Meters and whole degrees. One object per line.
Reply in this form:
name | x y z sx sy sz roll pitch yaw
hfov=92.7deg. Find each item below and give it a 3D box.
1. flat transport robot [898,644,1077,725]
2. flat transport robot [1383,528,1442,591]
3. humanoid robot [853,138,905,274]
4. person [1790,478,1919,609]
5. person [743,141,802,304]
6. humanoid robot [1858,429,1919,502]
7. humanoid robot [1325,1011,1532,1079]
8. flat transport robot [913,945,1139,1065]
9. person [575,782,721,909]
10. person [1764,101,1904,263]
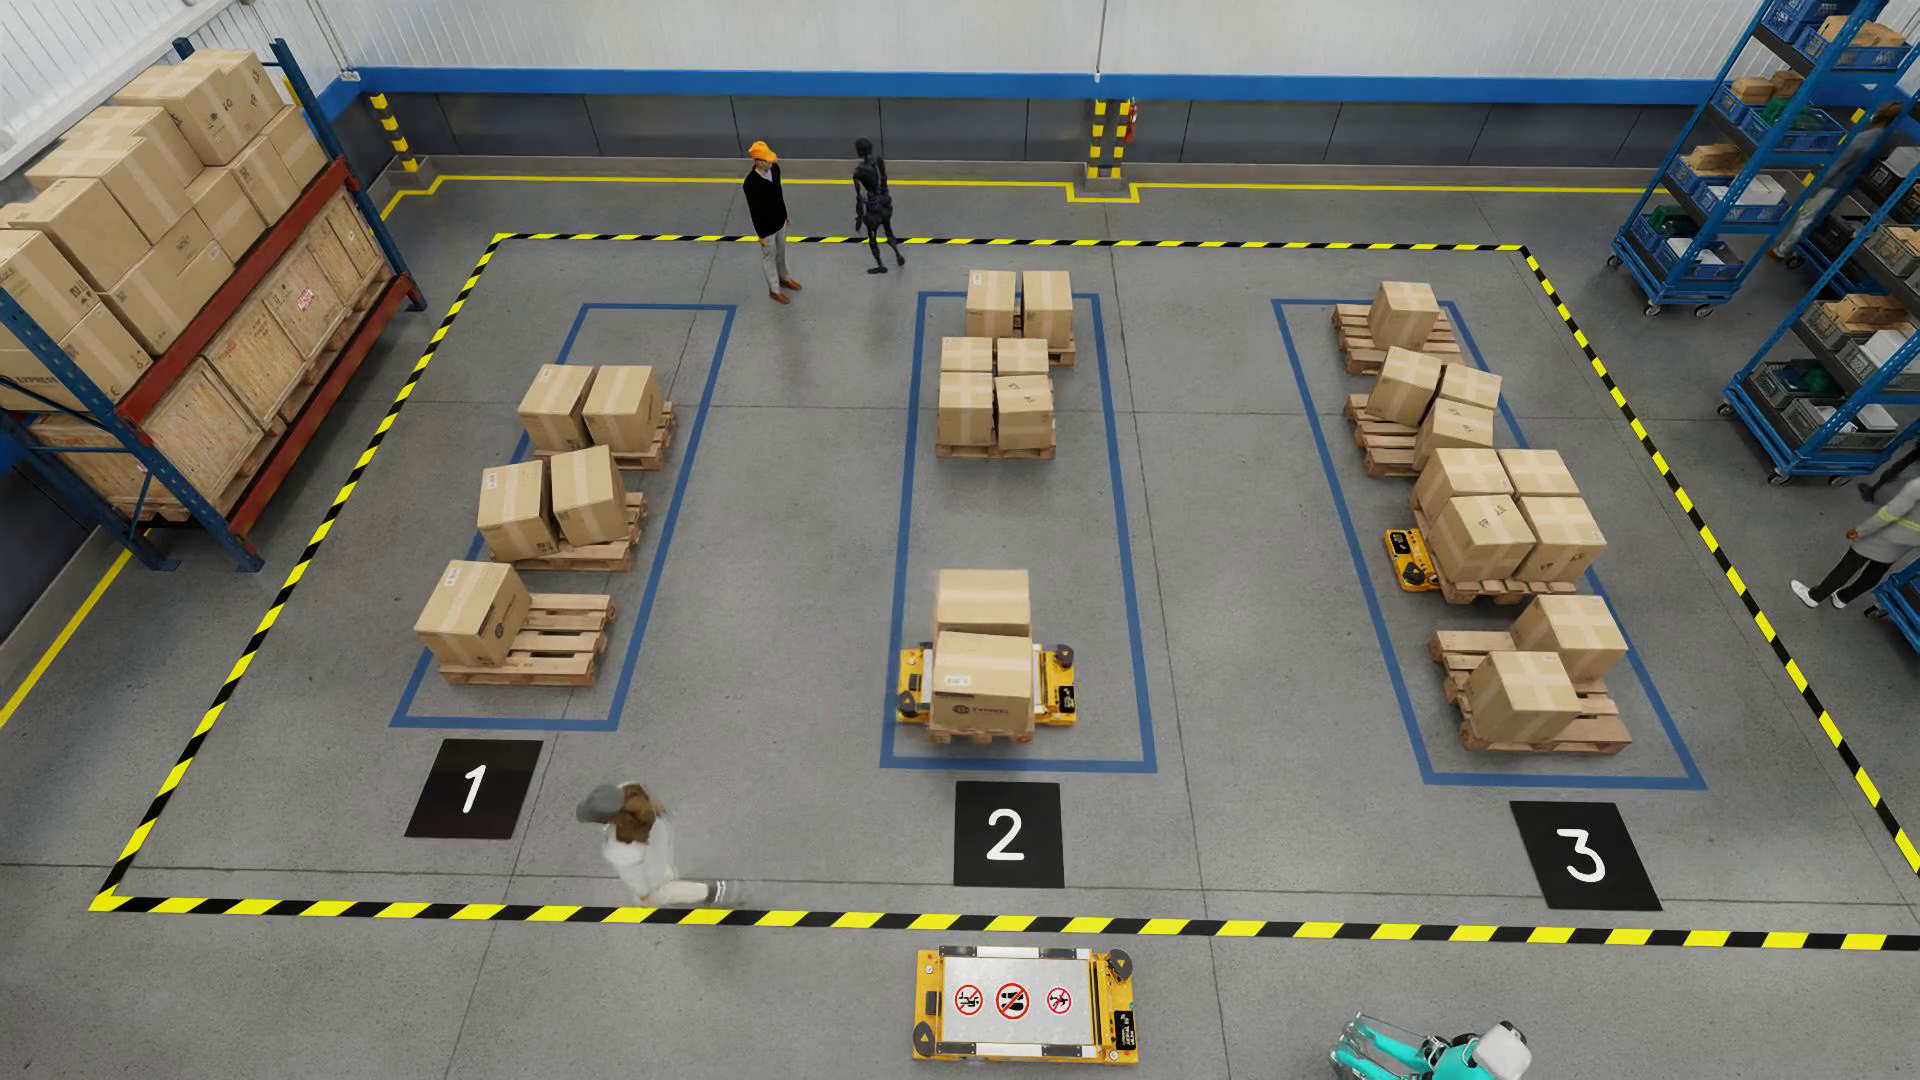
flat transport robot | 0.228 1.168 7.515 1.431 0.197 0.652 1 51 1
flat transport robot | 4.689 0.155 8.342 1.431 0.197 0.652 1 51 1
humanoid robot | -0.944 -3.882 10.745 0.456 1.647 0.608 28 56 21
person | 7.680 -0.084 7.533 0.589 1.852 0.401 6 51 5
person | -2.129 -3.585 10.366 0.361 1.885 0.587 20 53 15
humanoid robot | 8.970 -0.853 8.275 0.596 1.642 0.472 21 54 16
humanoid robot | 2.459 2.861 5.119 0.533 1.677 0.735 -36 59 -26
flat transport robot | 0.422 3.041 6.007 1.431 0.231 0.659 1 51 1
person | -1.992 2.006 5.885 0.532 1.754 0.578 -10 52 -8
person | 10.373 -4.201 10.845 0.621 1.930 0.386 -10 52 -8
